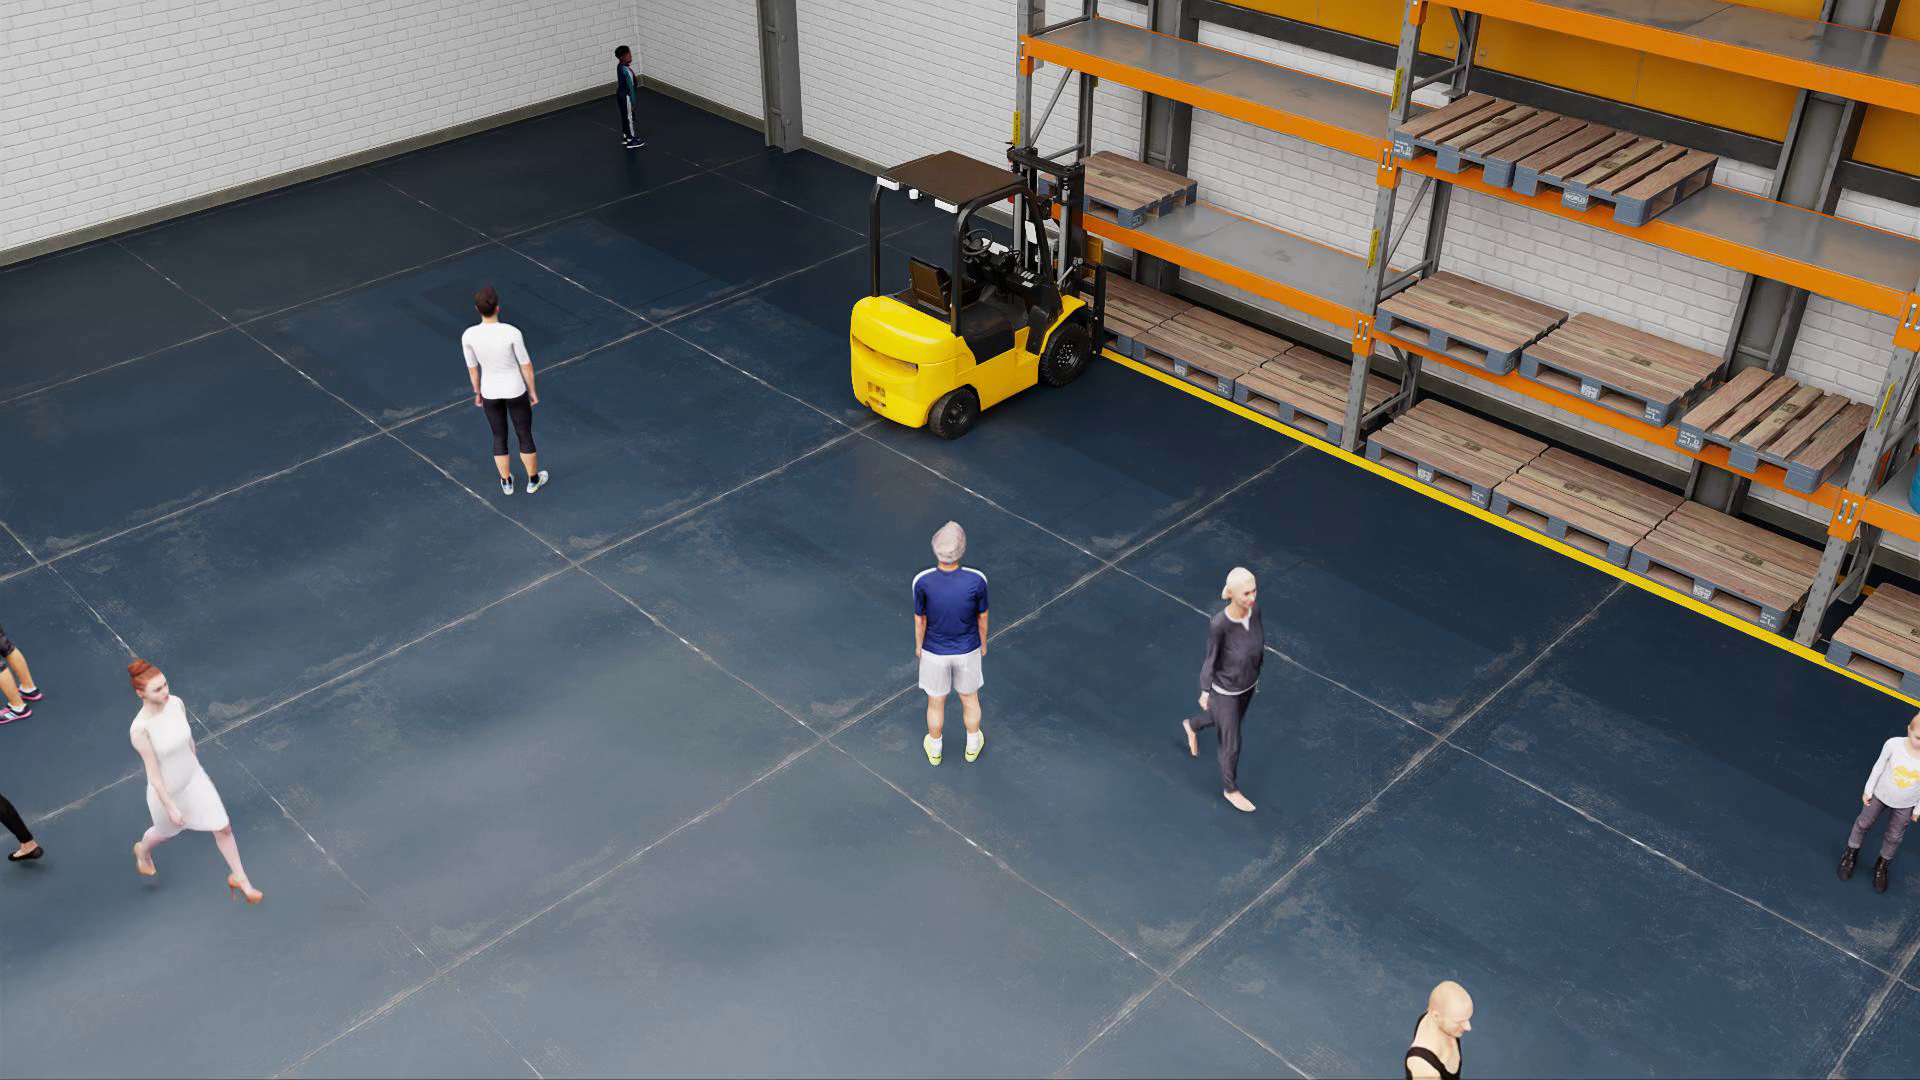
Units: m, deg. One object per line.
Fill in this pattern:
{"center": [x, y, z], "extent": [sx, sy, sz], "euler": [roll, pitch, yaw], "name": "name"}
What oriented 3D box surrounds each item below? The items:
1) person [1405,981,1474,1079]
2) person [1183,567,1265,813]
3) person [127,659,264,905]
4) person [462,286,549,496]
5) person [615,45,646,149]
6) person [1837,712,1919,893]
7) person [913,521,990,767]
{"center": [2.118, 2.715, 7.754], "extent": [0.664, 1.815, 0.711], "euler": [12, 36, 18], "name": "person"}
{"center": [1.682, 0.875, 10.623], "extent": [0.711, 1.702, 1.051], "euler": [-23, 40, -30], "name": "person"}
{"center": [-4.648, 1.453, 9.709], "extent": [1.187, 1.752, 0.898], "euler": [12, 36, 18], "name": "person"}
{"center": [-3.739, -1.215, 13.634], "extent": [0.749, 1.851, 0.795], "euler": [-2, 34, -3], "name": "person"}
{"center": [-4.139, -5.517, 20.644], "extent": [0.601, 1.255, 0.485], "euler": [-17, 37, -24], "name": "person"}
{"center": [5.625, 1.537, 10.011], "extent": [0.500, 1.278, 0.597], "euler": [18, 38, 25], "name": "person"}
{"center": [-0.057, 0.684, 10.788], "extent": [0.722, 1.839, 0.764], "euler": [-3, 34, -4], "name": "person"}
